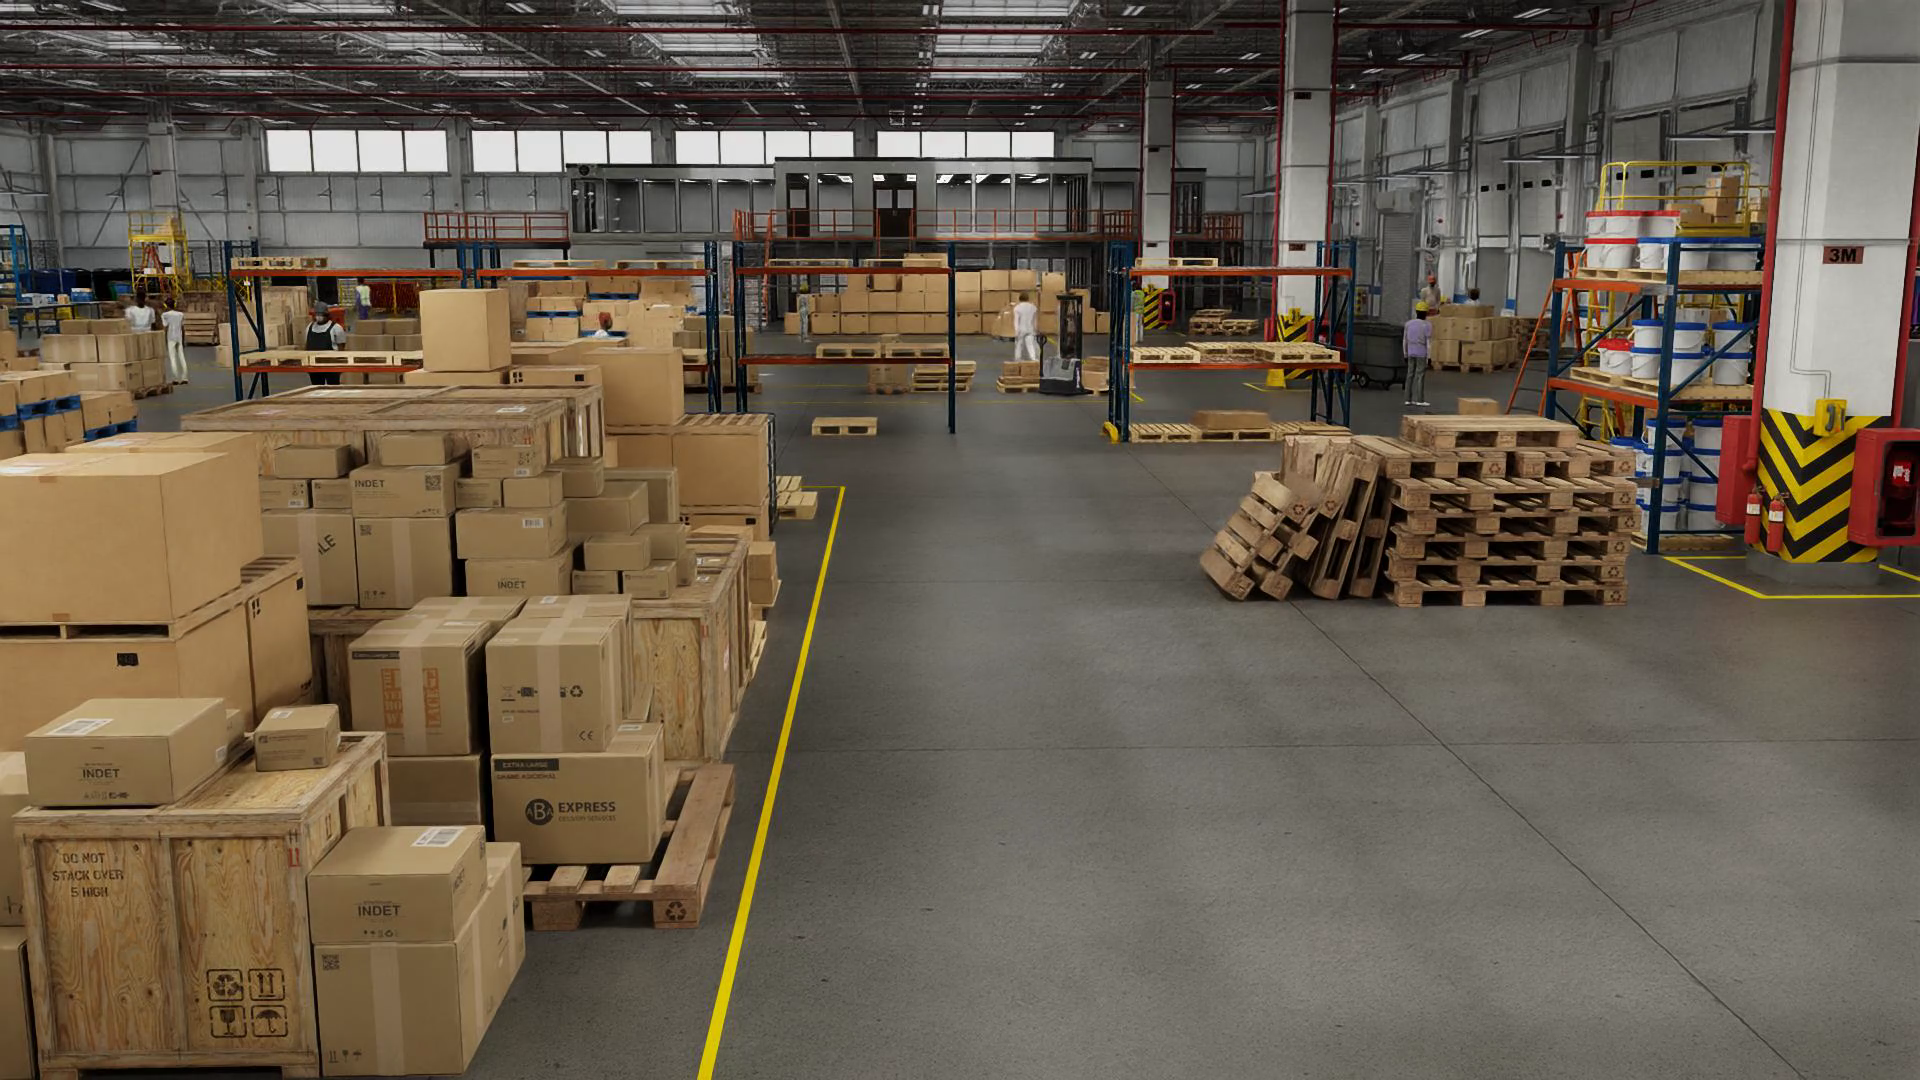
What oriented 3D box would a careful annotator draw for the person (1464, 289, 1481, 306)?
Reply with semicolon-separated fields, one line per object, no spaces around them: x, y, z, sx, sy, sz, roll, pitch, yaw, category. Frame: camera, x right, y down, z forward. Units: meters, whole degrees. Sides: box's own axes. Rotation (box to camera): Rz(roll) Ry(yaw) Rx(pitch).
13.383;-5.589;43.102;0.644;1.806;0.876;-8;13;-39;person

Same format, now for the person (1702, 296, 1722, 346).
15.932;-4.237;35.249;0.377;1.922;0.593;10;14;43;person

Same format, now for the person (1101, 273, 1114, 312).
6.307;-10.552;70.667;0.654;1.854;0.554;2;10;9;person

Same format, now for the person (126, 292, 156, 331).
-18.713;-4.716;37.975;0.651;1.909;1.028;-7;12;-34;person

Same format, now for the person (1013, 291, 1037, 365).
1.531;-4.819;38.612;0.637;1.904;1.017;-4;11;-23;person

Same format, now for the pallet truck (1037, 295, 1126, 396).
2.483;-3.881;33.060;1.885;1.965;0.823;-7;13;-36;pallet truck

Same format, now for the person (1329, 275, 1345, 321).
14.277;-9.240;63.107;0.618;1.932;0.703;0;10;-1;person

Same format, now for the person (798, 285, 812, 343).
-4.683;-6.826;50.171;0.299;1.745;0.483;-8;13;-37;person

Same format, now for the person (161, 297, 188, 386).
-16.609;-4.185;35.134;0.330;1.865;0.518;6;12;32;person

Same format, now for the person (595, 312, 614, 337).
-5.903;-2.835;27.583;0.444;1.872;0.576;-4;11;-23;person

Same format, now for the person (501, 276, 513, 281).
-19.598;-10.825;72.292;0.528;1.802;0.919;2;10;10;person

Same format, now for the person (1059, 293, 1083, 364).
2.640;-4.981;39.671;0.938;1.834;0.533;-9;14;-42;person

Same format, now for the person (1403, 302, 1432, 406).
8.491;-3.440;30.802;0.382;1.924;0.594;-8;13;-39;person

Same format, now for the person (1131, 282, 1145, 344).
5.258;-6.783;49.707;0.431;1.835;0.623;8;13;38;person

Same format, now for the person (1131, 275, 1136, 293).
6.329;-8.918;61.288;0.355;1.938;0.545;2;10;12;person

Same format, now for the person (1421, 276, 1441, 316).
14.604;-7.190;51.573;0.643;1.973;0.644;1;10;6;person

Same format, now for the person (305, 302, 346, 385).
-10.675;-2.973;27.883;0.682;2.000;0.537;1;10;6;person

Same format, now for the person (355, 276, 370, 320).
-19.357;-7.595;53.978;0.382;1.915;0.595;4;11;20;person
